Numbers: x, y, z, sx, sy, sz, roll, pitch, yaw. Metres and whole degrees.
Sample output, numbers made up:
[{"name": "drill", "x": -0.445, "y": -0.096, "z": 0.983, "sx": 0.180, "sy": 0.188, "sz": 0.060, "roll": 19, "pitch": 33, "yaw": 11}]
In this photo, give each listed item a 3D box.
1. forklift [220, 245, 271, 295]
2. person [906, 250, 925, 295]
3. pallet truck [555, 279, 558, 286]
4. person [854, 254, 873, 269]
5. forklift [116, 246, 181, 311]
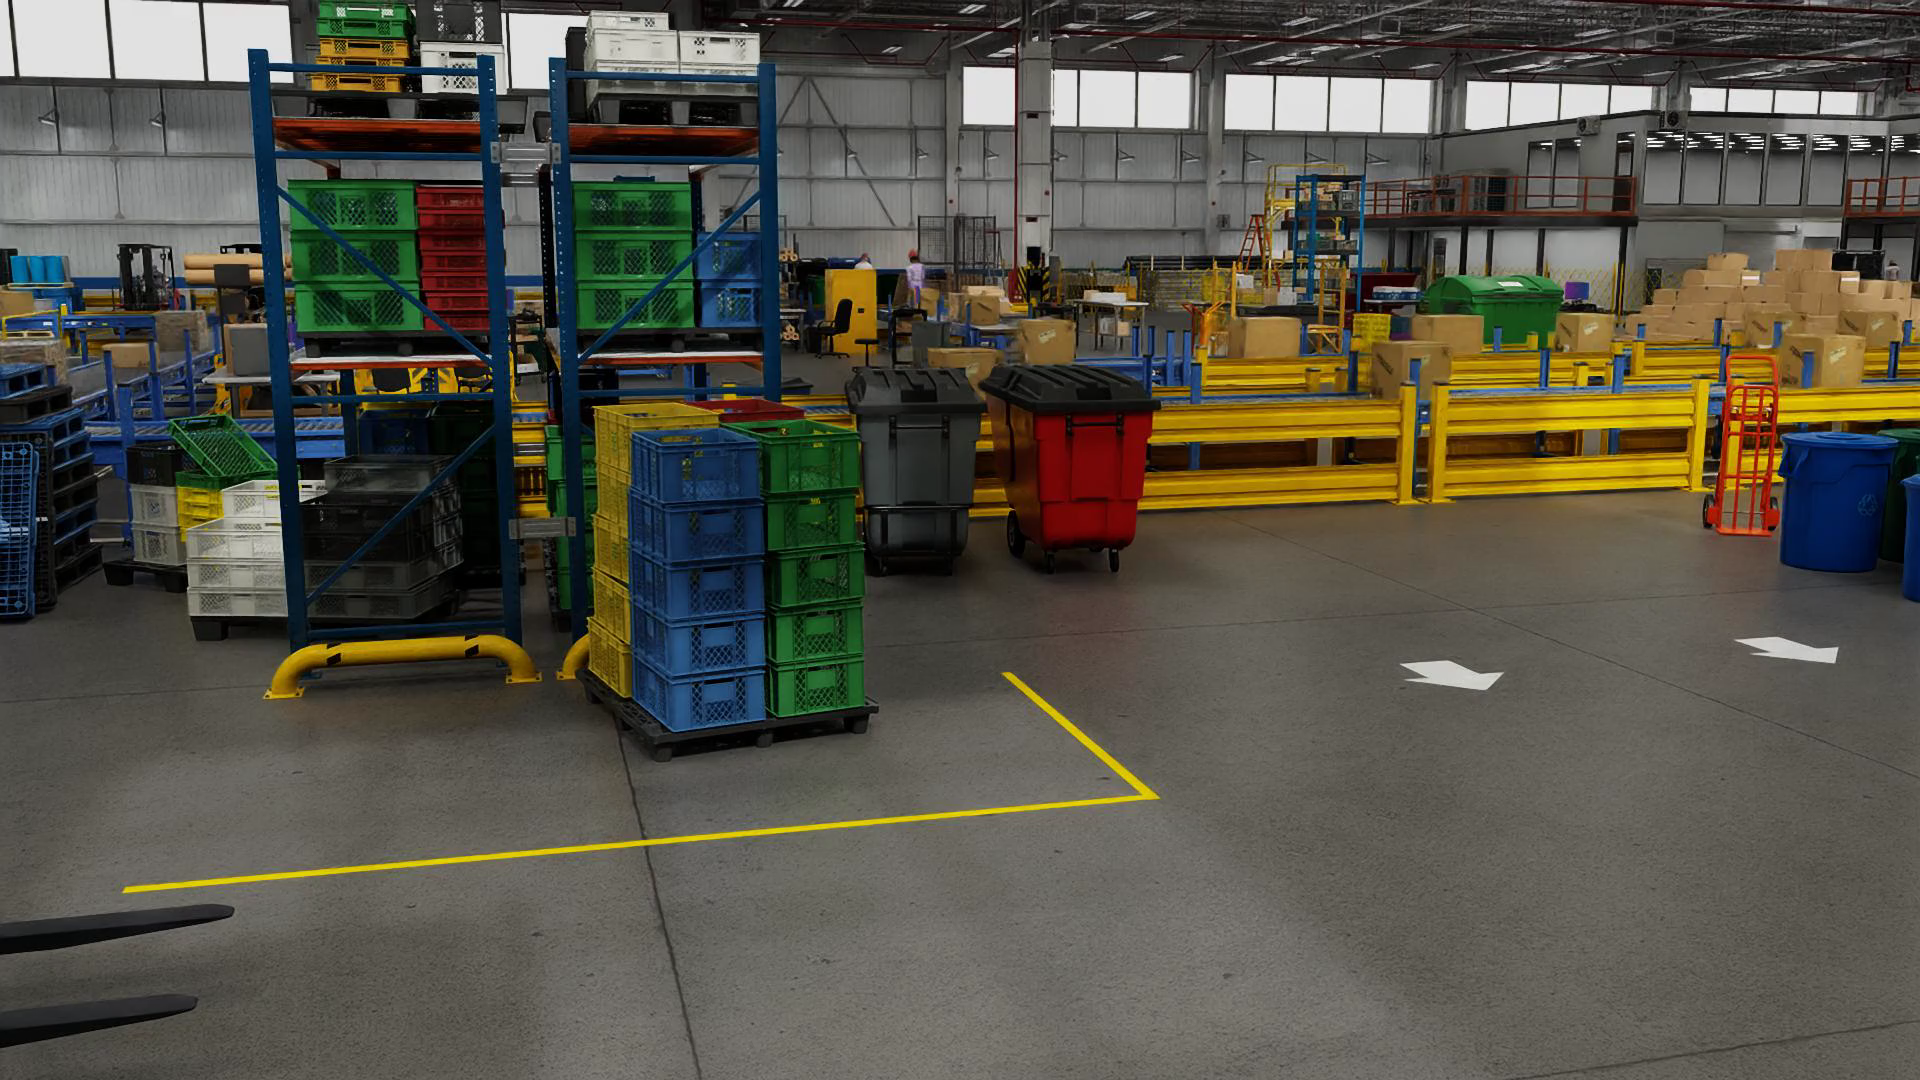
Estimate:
[{"name": "forklift", "x": -17.749, "y": -6.334, "z": 41.440, "sx": 1.157, "sy": 1.987, "sz": 2.680, "roll": -3, "pitch": 10, "yaw": -17}, {"name": "person", "x": -1.156, "y": -6.764, "z": 44.679, "sx": 0.621, "sy": 2.024, "sz": 0.644, "roll": -7, "pitch": 12, "yaw": -34}, {"name": "pallet truck", "x": -10.604, "y": -6.375, "z": 44.520, "sx": 0.653, "sy": 1.274, "sz": 1.630, "roll": -3, "pitch": 10, "yaw": -15}, {"name": "person", "x": -2.908, "y": -7.795, "z": 50.859, "sx": 0.643, "sy": 1.905, "sz": 0.399, "roll": 5, "pitch": 11, "yaw": 28}, {"name": "forklift", "x": -19.966, "y": -6.232, "z": 40.894, "sx": 1.157, "sy": 1.987, "sz": 2.680, "roll": -3, "pitch": 10, "yaw": -15}]
